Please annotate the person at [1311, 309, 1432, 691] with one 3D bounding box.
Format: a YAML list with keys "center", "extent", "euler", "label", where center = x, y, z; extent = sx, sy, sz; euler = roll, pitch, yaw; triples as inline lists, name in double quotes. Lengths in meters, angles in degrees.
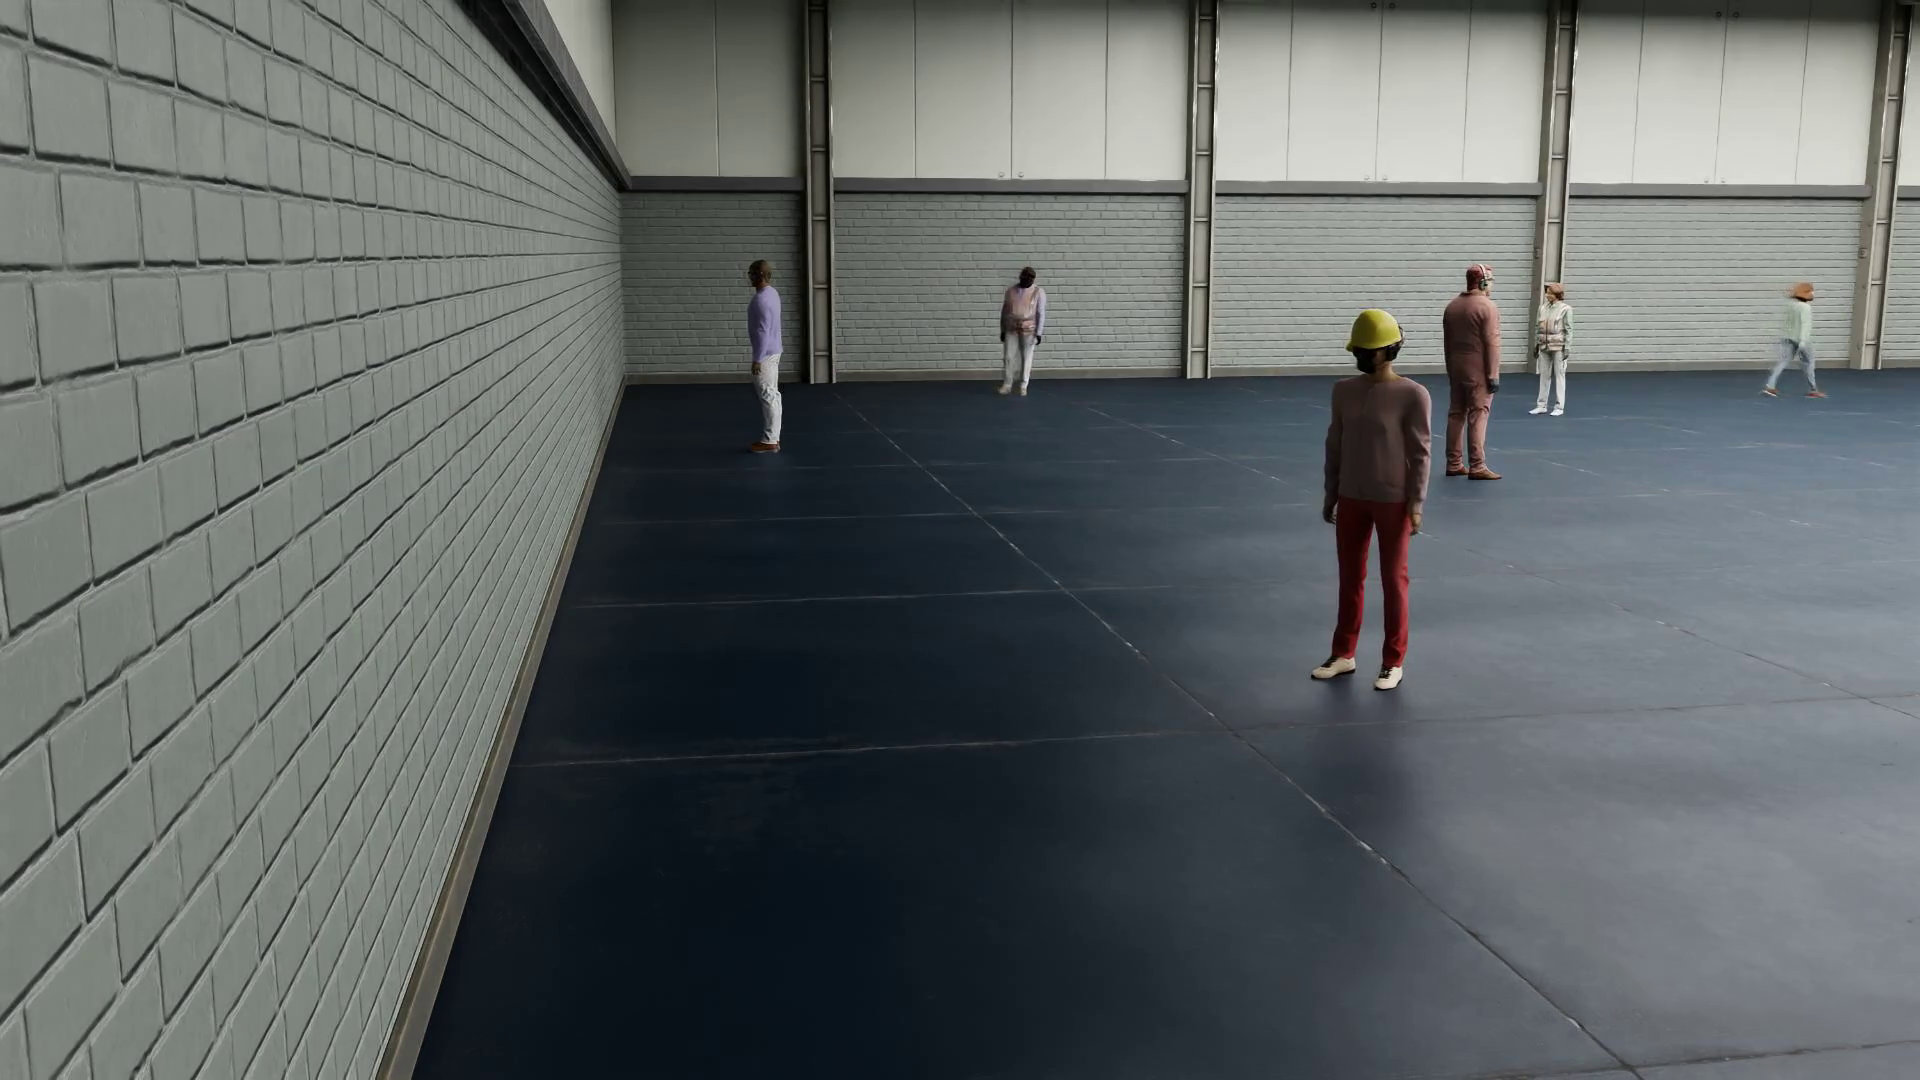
- center: [1.910, -0.182, 7.709]
  extent: [0.337, 1.759, 0.525]
  euler: [-10, 14, -44]
  label: "person"

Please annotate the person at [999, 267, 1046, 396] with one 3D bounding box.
- center: [0.875, -2.911, 23.281]
  extent: [0.671, 1.814, 0.444]
  euler: [4, 10, 20]
  label: "person"

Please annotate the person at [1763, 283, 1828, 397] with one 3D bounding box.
- center: [11.620, -2.769, 23.070]
  extent: [0.832, 1.593, 0.510]
  euler: [1, 10, 4]
  label: "person"

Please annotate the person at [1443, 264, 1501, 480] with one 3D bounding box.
- center: [4.593, -1.493, 14.823]
  extent: [0.406, 1.911, 0.636]
  euler: [-4, 11, -23]
  label: "person"

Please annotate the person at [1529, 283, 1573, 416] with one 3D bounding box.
- center: [7.306, -2.347, 20.515]
  extent: [0.311, 1.636, 0.521]
  euler: [-6, 12, -31]
  label: "person"

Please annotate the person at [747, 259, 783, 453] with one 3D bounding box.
- center: [-1.976, -1.843, 16.746]
  extent: [0.372, 1.940, 0.627]
  euler: [1, 10, 4]
  label: "person"
